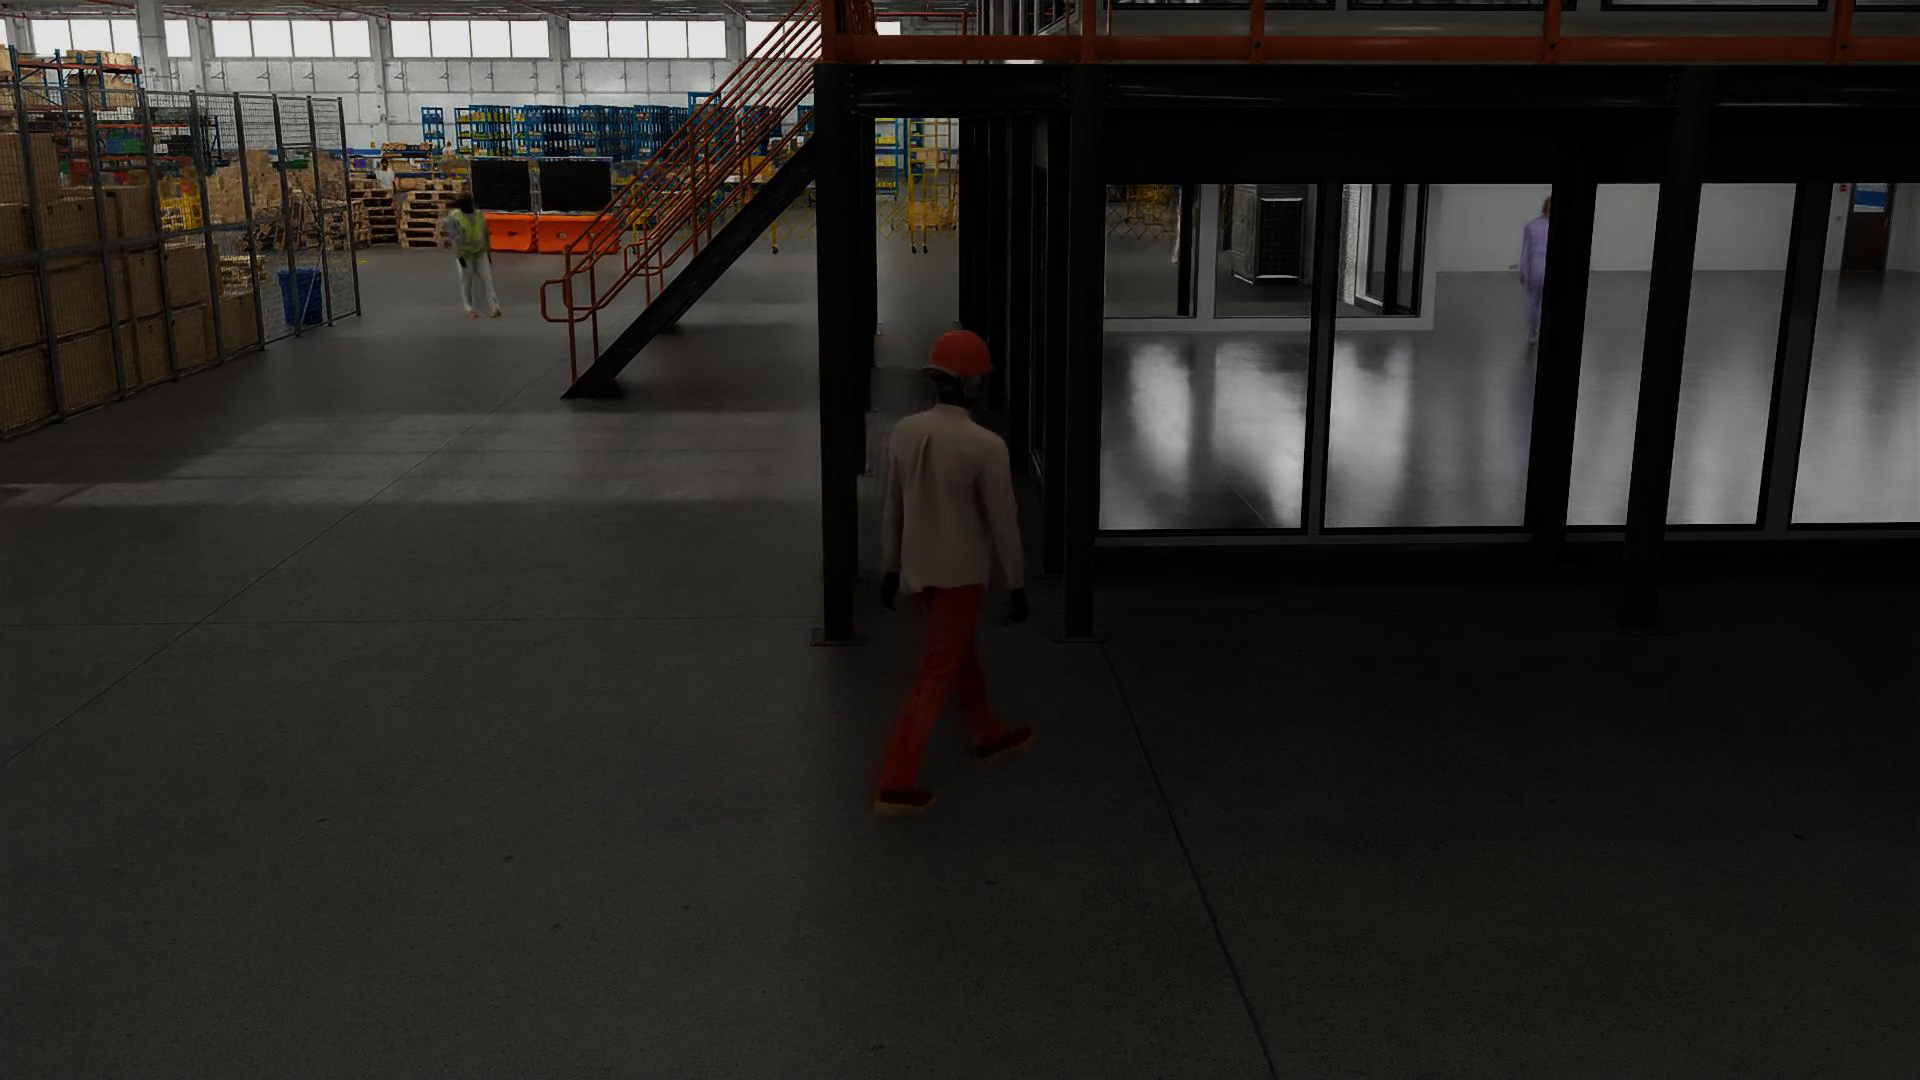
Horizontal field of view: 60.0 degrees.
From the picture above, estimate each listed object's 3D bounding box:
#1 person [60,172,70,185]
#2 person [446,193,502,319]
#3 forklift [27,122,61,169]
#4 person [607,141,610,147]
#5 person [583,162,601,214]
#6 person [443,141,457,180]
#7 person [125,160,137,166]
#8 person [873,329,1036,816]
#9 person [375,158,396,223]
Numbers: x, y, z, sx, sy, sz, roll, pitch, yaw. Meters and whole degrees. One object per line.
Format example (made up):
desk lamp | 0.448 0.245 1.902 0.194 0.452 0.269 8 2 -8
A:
person | -20.488 -7.639 37.567 0.689 2.000 0.538 -1 14 -4
person | -6.908 -4.027 23.664 0.661 1.780 0.942 -11 18 -38
forklift | -35.376 -14.773 64.377 1.129 2.768 1.873 -1 14 -2
person | -17.946 -19.440 84.918 0.846 1.955 0.627 13 19 43
person | -10.225 -9.642 46.215 0.595 1.731 0.540 -1 14 -3
person | -25.102 -18.665 81.911 0.642 1.909 0.410 0 14 2
person | -34.897 -15.565 70.071 0.277 1.633 0.507 13 19 41
person | -0.032 0.116 6.789 1.042 1.941 0.646 -13 19 -42
person | -15.466 -9.353 44.790 0.548 1.858 0.479 -2 14 -8
